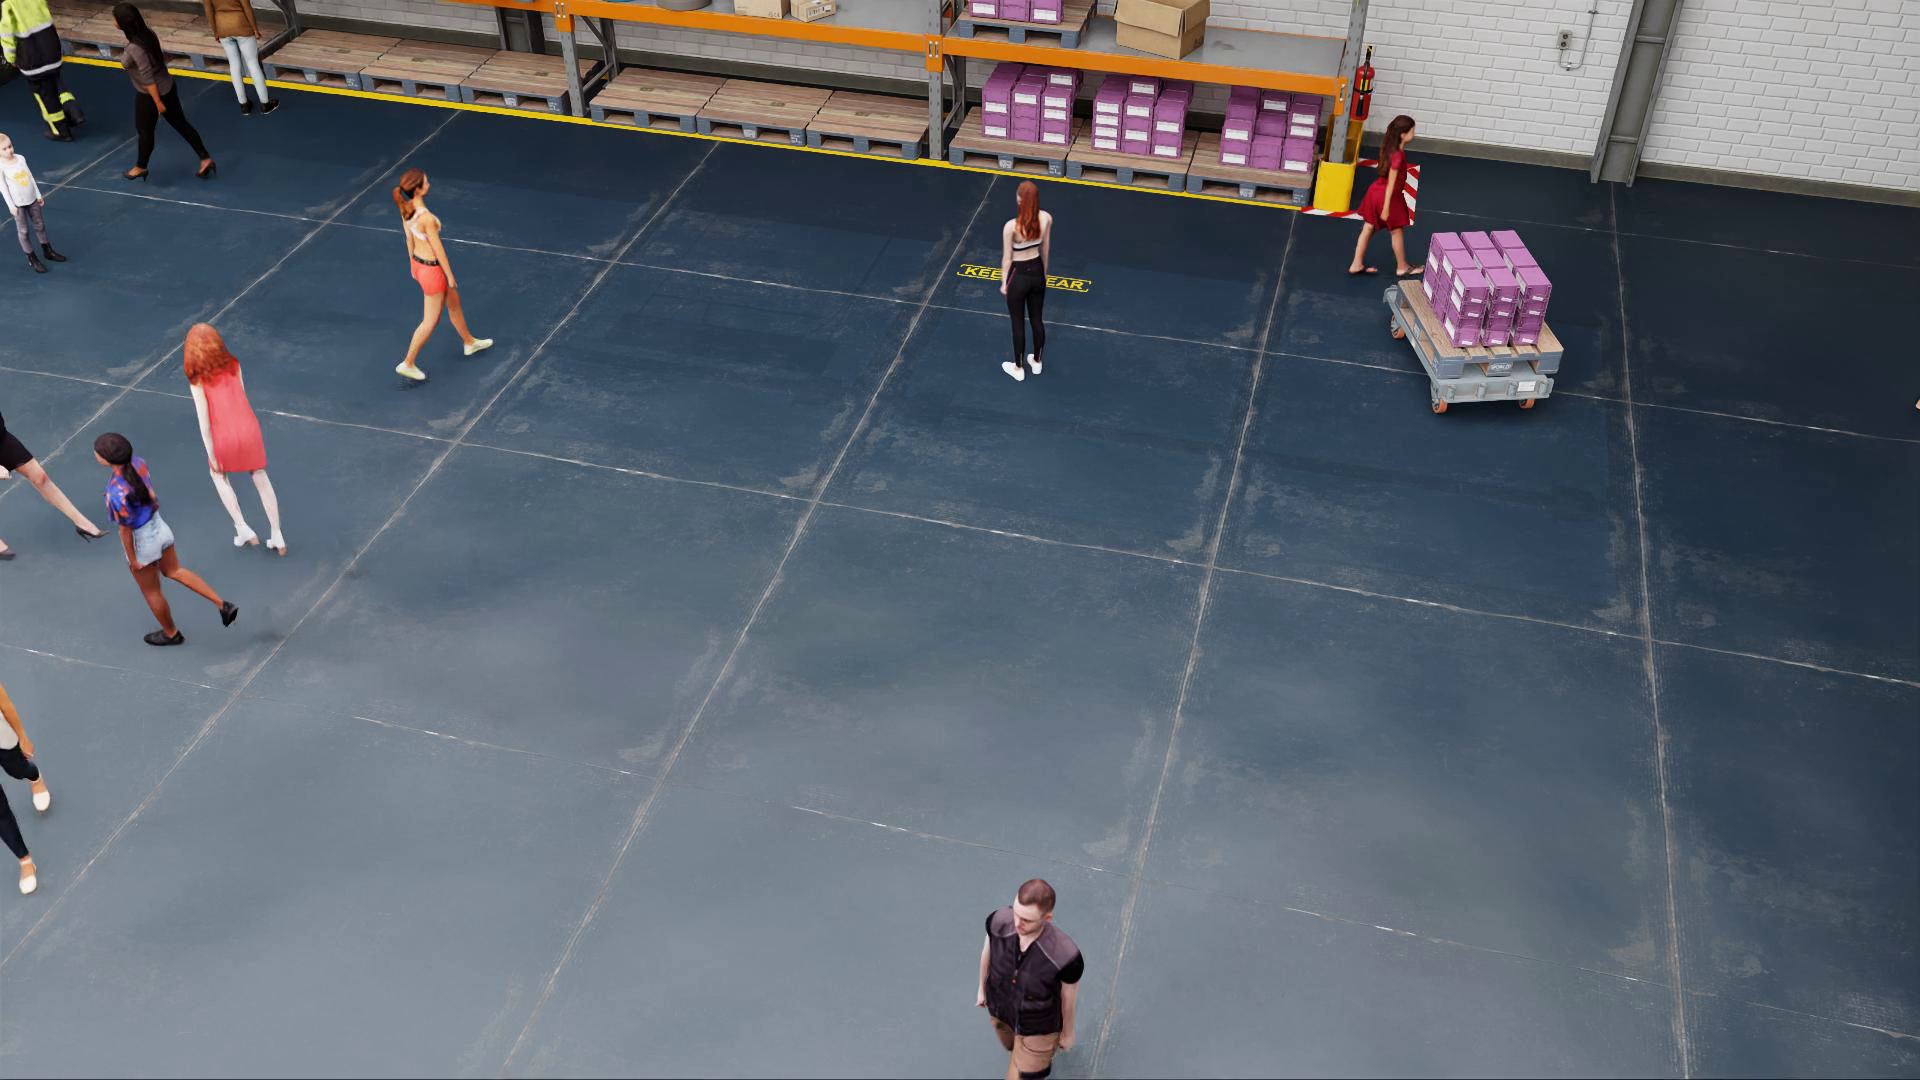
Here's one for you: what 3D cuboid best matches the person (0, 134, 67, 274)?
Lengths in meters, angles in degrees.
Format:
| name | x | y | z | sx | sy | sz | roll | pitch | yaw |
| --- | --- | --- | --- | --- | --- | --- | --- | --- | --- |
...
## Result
| name | x | y | z | sx | sy | sz | roll | pitch | yaw |
| --- | --- | --- | --- | --- | --- | --- | --- | --- | --- |
| person | -8.470 | -3.071 | 15.020 | 0.550 | 1.279 | 0.531 | 18 | 42 | 21 |

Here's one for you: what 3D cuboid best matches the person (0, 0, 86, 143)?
| name | x | y | z | sx | sy | sz | roll | pitch | yaw |
| --- | --- | --- | --- | --- | --- | --- | --- | --- | --- |
| person | -9.336 | -4.992 | 16.874 | 0.714 | 1.967 | 0.785 | 12 | 40 | 14 |

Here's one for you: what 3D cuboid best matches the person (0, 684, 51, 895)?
| name | x | y | z | sx | sy | sz | roll | pitch | yaw |
| --- | --- | --- | --- | --- | --- | --- | --- | --- | --- |
| person | -5.527 | 1.088 | 9.441 | 1.119 | 1.742 | 1.127 | -17 | 42 | -20 |

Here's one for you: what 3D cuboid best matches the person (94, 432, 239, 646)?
| name | x | y | z | sx | sy | sz | roll | pitch | yaw |
| --- | --- | --- | --- | --- | --- | --- | --- | --- | --- |
| person | -5.190 | 0.015 | 10.794 | 0.948 | 1.730 | 0.674 | 4 | 39 | 5 |

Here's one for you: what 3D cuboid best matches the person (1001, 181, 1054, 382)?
| name | x | y | z | sx | sy | sz | roll | pitch | yaw |
| --- | --- | --- | --- | --- | --- | --- | --- | --- | --- |
| person | 0.539 | -2.095 | 13.427 | 0.657 | 1.741 | 0.729 | -17 | 42 | -20 |

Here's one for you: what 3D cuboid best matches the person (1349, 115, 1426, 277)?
| name | x | y | z | sx | sy | sz | roll | pitch | yaw |
| --- | --- | --- | --- | --- | --- | --- | --- | --- | --- |
| person | 3.707 | -3.030 | 14.768 | 0.955 | 1.529 | 0.708 | 0 | 39 | 0 |

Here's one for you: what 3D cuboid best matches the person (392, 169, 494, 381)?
| name | x | y | z | sx | sy | sz | roll | pitch | yaw |
| --- | --- | --- | --- | --- | --- | --- | --- | --- | --- |
| person | -4.344 | -2.106 | 13.431 | 1.030 | 1.753 | 1.148 | -31 | 48 | -33 |

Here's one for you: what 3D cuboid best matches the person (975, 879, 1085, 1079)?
| name | x | y | z | sx | sy | sz | roll | pitch | yaw |
| --- | --- | --- | --- | --- | --- | --- | --- | --- | --- |
| person | 0.368 | 2.204 | 7.992 | 1.185 | 1.806 | 1.053 | 28 | 46 | 30 |

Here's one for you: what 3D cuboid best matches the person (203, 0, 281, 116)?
| name | x | y | z | sx | sy | sz | roll | pitch | yaw |
| --- | --- | --- | --- | --- | --- | --- | --- | --- | --- |
| person | -7.621 | -5.368 | 17.465 | 0.589 | 1.816 | 0.761 | -1 | 39 | -2 |

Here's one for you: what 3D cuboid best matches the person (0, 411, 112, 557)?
| name | x | y | z | sx | sy | sz | roll | pitch | yaw |
| --- | --- | --- | --- | --- | --- | --- | --- | --- | --- |
| person | -6.778 | -0.581 | 11.515 | 1.144 | 1.760 | 0.750 | 3 | 39 | 4 |

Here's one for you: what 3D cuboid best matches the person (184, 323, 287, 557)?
| name | x | y | z | sx | sy | sz | roll | pitch | yaw |
| --- | --- | --- | --- | --- | --- | --- | --- | --- | --- |
| person | -4.956 | -0.647 | 11.566 | 0.785 | 1.801 | 0.718 | 22 | 44 | 25 |

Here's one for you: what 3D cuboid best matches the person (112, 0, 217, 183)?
| name | x | y | z | sx | sy | sz | roll | pitch | yaw |
| --- | --- | --- | --- | --- | --- | --- | --- | --- | --- |
| person | -7.681 | -4.312 | 16.156 | 1.168 | 1.800 | 0.860 | -1 | 39 | -1 |
